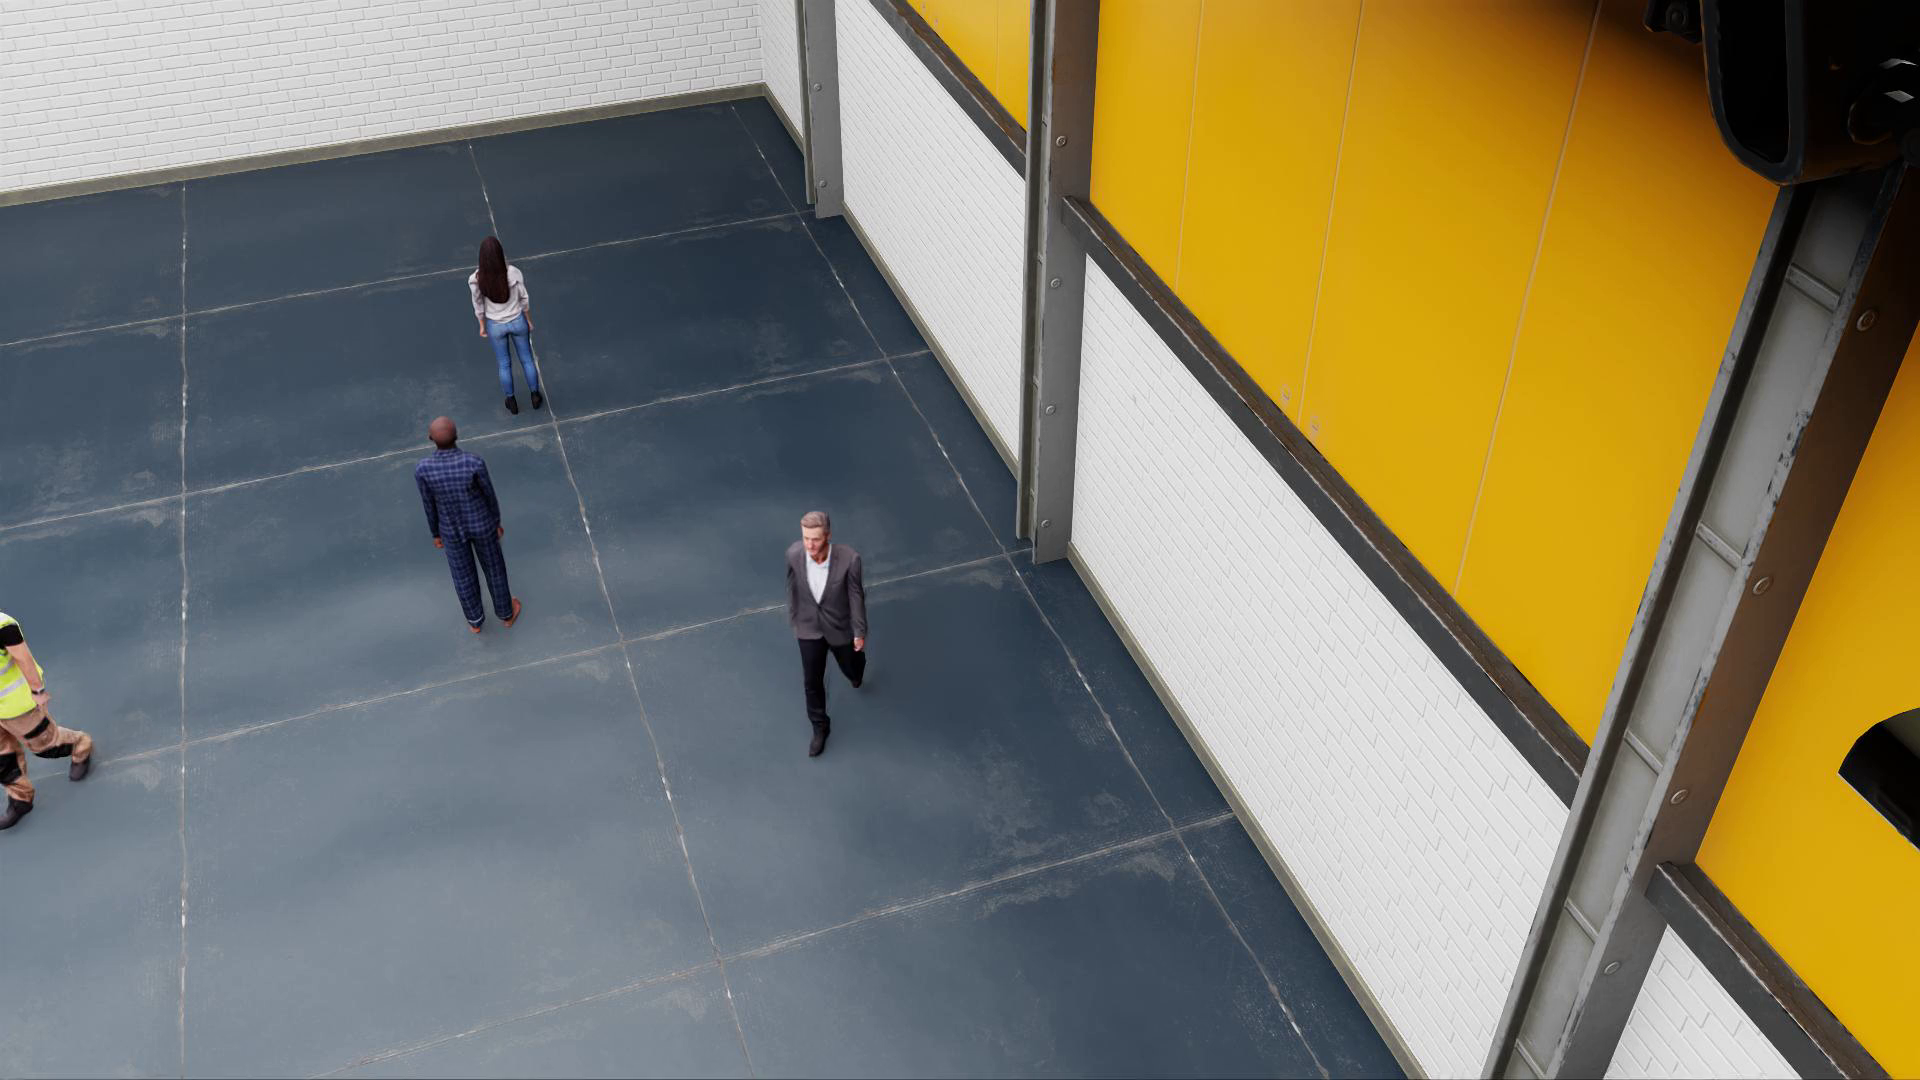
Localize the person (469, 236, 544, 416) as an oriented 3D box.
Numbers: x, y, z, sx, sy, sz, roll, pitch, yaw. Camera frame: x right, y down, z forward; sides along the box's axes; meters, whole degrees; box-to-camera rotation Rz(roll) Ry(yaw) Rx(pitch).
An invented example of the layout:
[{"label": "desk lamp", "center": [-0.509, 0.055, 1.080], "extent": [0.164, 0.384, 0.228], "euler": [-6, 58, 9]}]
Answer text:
[{"label": "person", "center": [-3.809, -1.805, 13.994], "extent": [0.595, 1.633, 0.494], "euler": [-13, 40, -16]}]

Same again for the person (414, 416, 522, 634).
[{"label": "person", "center": [-3.473, -0.105, 11.717], "extent": [0.687, 1.818, 0.640], "euler": [-8, 39, -9]}]

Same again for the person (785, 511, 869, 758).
[{"label": "person", "center": [-0.845, 0.523, 10.928], "extent": [1.013, 1.821, 1.184], "euler": [6, 39, 7]}]

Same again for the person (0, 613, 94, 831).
[{"label": "person", "center": [-5.945, 0.930, 10.411], "extent": [1.025, 1.832, 1.146], "euler": [9, 39, 10]}]
